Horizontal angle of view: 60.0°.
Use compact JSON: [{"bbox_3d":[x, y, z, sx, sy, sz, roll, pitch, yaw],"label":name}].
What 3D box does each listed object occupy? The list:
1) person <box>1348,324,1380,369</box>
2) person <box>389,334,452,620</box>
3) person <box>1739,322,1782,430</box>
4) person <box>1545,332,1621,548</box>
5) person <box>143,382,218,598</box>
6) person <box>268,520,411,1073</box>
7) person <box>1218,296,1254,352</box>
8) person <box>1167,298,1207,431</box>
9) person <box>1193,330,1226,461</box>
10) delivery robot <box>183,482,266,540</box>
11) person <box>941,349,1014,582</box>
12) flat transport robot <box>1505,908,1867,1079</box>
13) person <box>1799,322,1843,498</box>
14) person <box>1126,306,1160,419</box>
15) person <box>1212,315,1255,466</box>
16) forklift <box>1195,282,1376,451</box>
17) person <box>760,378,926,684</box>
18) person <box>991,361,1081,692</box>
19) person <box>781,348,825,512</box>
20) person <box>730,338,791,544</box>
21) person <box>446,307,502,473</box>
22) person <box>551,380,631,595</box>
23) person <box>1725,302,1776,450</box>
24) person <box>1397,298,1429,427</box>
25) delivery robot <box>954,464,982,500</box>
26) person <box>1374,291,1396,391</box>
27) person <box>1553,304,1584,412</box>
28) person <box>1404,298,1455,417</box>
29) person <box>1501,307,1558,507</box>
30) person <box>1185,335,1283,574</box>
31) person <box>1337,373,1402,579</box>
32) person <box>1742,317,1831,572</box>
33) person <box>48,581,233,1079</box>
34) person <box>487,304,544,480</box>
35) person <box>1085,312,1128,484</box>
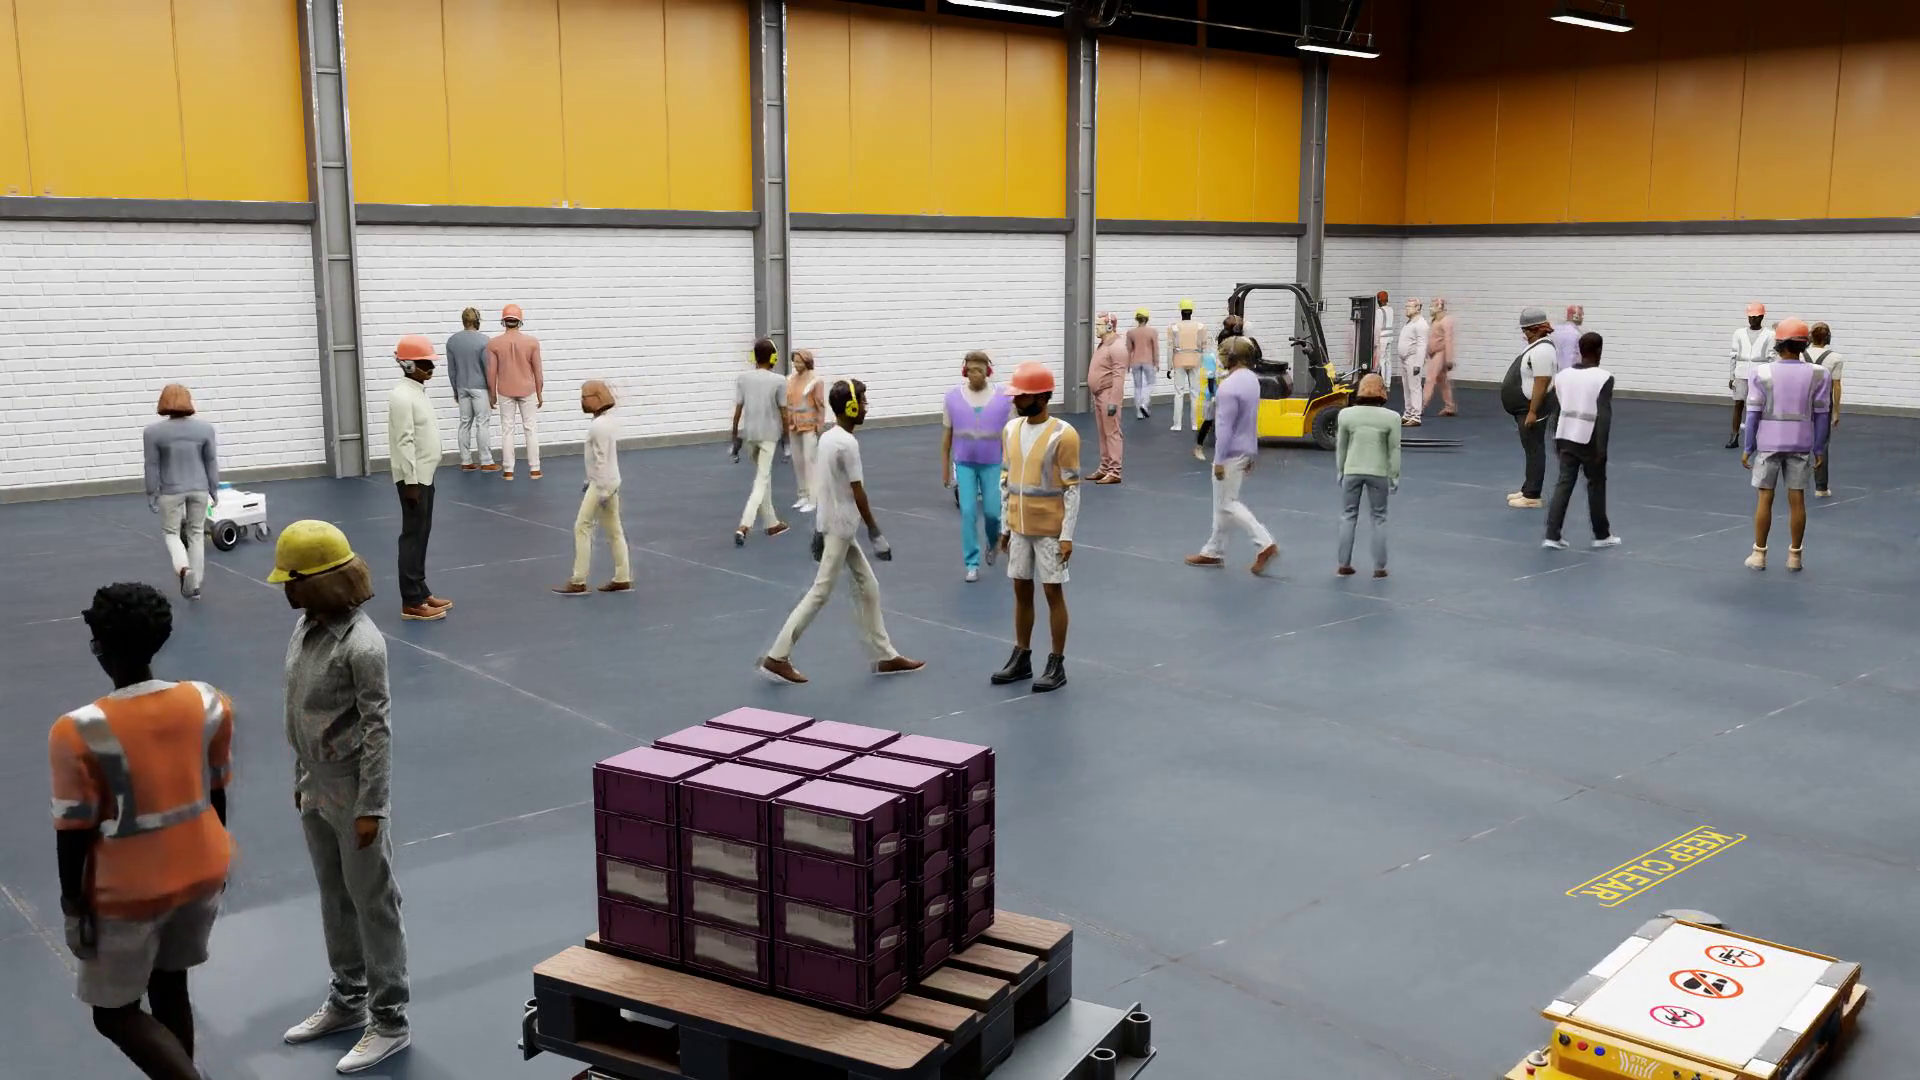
[{"bbox_3d":[6.707,-3.044,27.618,0.529,1.744,0.671,3,10,18],"label":"person"},{"bbox_3d":[-3.792,-0.444,11.674,0.395,1.992,0.622,-1,10,-8],"label":"person"},{"bbox_3d":[11.647,-2.315,23.813,0.873,1.590,0.528,4,11,24],"label":"person"},{"bbox_3d":[5.412,-0.857,14.422,0.828,1.884,0.612,-6,11,-32],"label":"person"},{"bbox_3d":[-5.677,-0.341,12.182,0.504,1.618,0.565,-7,12,-35],"label":"person"},{"bbox_3d":[-1.959,0.791,5.206,0.485,1.736,0.309,9,13,42],"label":"person"},{"bbox_3d":[4.003,-2.598,24.365,0.367,1.966,0.605,-9,13,-42],"label":"person"},{"bbox_3d":[3.272,-2.528,24.067,0.587,1.930,0.360,-1,10,-3],"label":"person"},{"bbox_3d":[3.161,-1.752,20.324,0.531,1.657,0.885,-4,11,-24],"label":"person"},{"bbox_3d":[-6.434,-0.266,14.565,0.477,0.478,0.707,3,10,19],"label":"delivery robot"},{"bbox_3d":[0.149,-0.600,13.087,0.595,1.819,0.573,1,10,4],"label":"person"},{"bbox_3d":[2.325,1.516,5.238,0.652,0.197,1.431,8,13,40],"label":"flat transport robot"},{"bbox_3d":[8.969,-1.362,17.483,0.506,1.846,0.350,8,12,38],"label":"person"},{"bbox_3d":[2.843,-2.744,25.824,0.556,1.751,0.366,4,11,24],"label":"person"},{"bbox_3d":[3.240,-1.747,19.753,0.429,1.841,0.634,-3,10,-18],"label":"person"},{"bbox_3d":[4.328,-2.346,22.227,2.313,2.155,1.214,3,10,16],"label":"forklift"},{"bbox_3d":[-0.734,-0.050,9.905,1.007,1.820,0.526,-2,10,-13],"label":"person"},{"bbox_3d":[0.440,-0.079,9.711,0.547,1.934,0.376,8,13,41],"label":"person"},{"bbox_3d":[-1.561,-1.103,16.609,0.518,1.644,0.319,8,12,39],"label":"person"},{"bbox_3d":[-1.792,-0.877,14.790,0.543,1.822,0.939,4,11,24],"label":"person"},{"bbox_3d":[-5.697,-1.751,19.491,0.627,1.940,0.370,4,10,20],"label":"person"},{"bbox_3d":[-2.798,-0.387,12.462,0.651,1.614,0.512,0,10,-2],"label":"person"},{"bbox_3d":[10.393,-2.154,21.854,0.543,1.938,0.357,6,12,33],"label":"person"},{"bbox_3d":[6.730,-2.652,24.843,0.409,1.913,0.651,-1,10,-5],"label":"person"},{"bbox_3d":[0.164,-0.661,16.881,0.477,0.478,0.707,-2,10,-12],"label":"delivery robot"},{"bbox_3d":[7.890,-3.701,31.058,0.354,1.887,0.573,9,13,43],"label":"person"},{"bbox_3d":[8.434,-2.347,23.168,0.883,1.878,0.647,1,10,8],"label":"person"},{"bbox_3d":[7.424,-2.863,26.219,0.948,1.867,0.662,0,10,0],"label":"person"},{"bbox_3d":[5.763,-1.355,16.875,0.536,2.000,0.674,3,10,18],"label":"person"},{"bbox_3d":[2.212,-0.682,13.303,0.838,1.916,0.645,5,11,28],"label":"person"},{"bbox_3d":[3.204,-0.498,13.085,0.499,1.621,0.300,3,10,20],"label":"person"},{"bbox_3d":[6.633,-0.763,13.396,0.615,2.043,0.377,3,10,16],"label":"person"},{"bbox_3d":[-2.142,0.946,4.514,0.607,1.670,0.541,5,11,28],"label":"person"},{"bbox_3d":[-5.033,-1.673,18.867,0.608,1.996,0.379,-3,10,-15],"label":"person"},{"bbox_3d":[1.624,-1.580,18.576,0.406,1.911,0.636,-2,10,-12],"label":"person"}]
